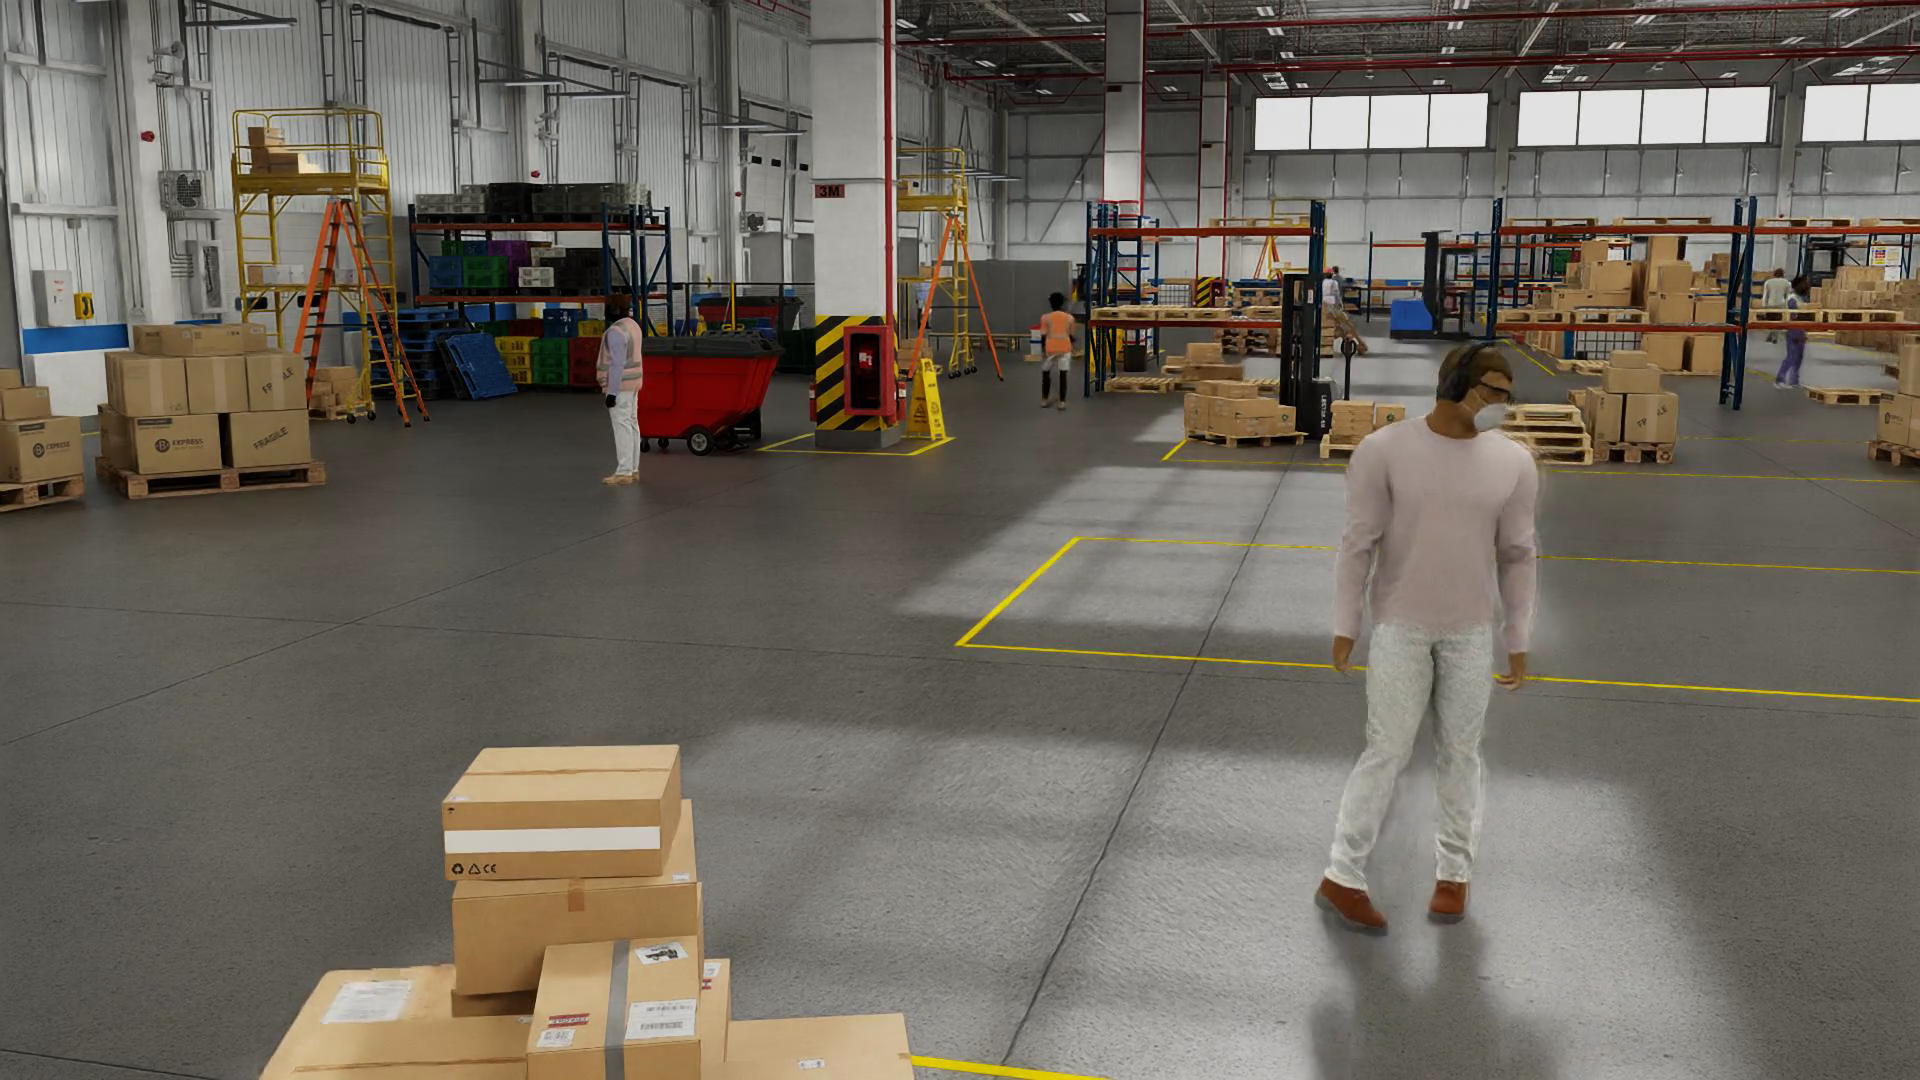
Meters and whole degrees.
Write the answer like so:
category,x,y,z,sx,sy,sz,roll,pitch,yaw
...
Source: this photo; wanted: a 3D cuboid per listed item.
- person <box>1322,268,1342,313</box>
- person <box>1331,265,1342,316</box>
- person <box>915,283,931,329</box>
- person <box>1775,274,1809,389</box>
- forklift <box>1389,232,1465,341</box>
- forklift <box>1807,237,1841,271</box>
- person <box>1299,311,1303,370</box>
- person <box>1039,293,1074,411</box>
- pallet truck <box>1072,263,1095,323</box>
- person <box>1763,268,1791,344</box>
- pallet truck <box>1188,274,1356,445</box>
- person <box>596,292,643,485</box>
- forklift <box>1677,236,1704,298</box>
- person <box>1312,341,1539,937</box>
category,x,y,z,sx,sy,sz,roll,pitch,yaw
person,10.215,-6.564,45.987,0.567,1.888,0.988,8,13,41
person,11.780,-7.650,52.241,0.454,1.928,0.656,5,11,29
person,-1.102,-7.378,50.648,0.543,1.930,0.389,-5,11,-27
person,13.915,-3.466,27.694,0.386,1.912,0.627,9,13,42
forklift,12.151,-6.571,43.094,1.873,2.768,1.129,2,10,14
forklift,27.602,-8.316,53.367,1.129,2.768,1.873,2,10,14
person,6.735,-4.126,32.066,0.485,1.738,0.320,-8,13,-41
person,1.368,-2.701,23.855,0.538,1.667,0.754,-2,10,-12
pallet truck,4.325,-8.180,55.162,0.823,1.965,1.885,6,11,31
person,20.798,-5.969,42.393,0.654,1.910,0.771,4,10,20
pallet truck,3.653,-2.138,19.590,1.885,1.965,0.823,-4,10,-20
person,-3.272,-1.450,15.994,0.429,1.844,0.627,1,10,5
forklift,21.477,-7.798,50.317,1.129,2.768,1.873,-4,10,-23
person,1.519,0.315,5.424,0.744,1.906,0.487,-1,10,-3
